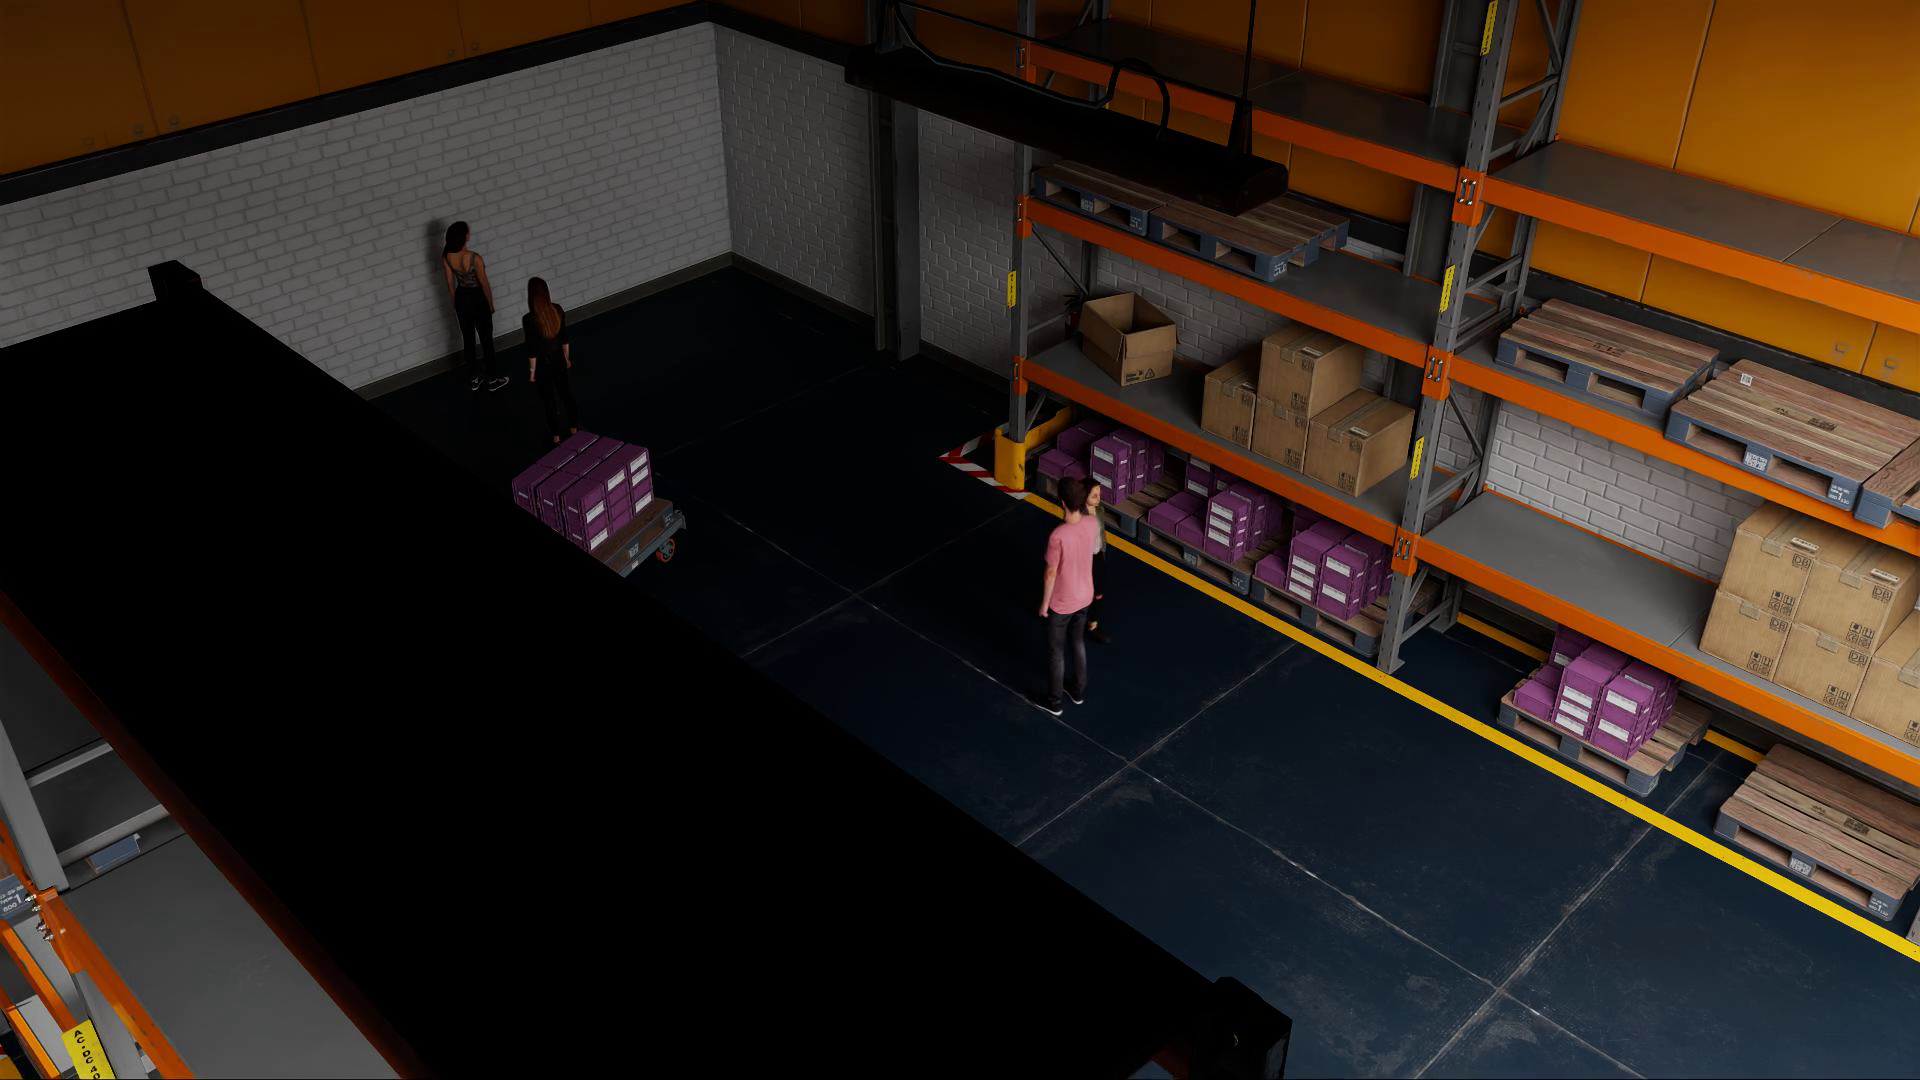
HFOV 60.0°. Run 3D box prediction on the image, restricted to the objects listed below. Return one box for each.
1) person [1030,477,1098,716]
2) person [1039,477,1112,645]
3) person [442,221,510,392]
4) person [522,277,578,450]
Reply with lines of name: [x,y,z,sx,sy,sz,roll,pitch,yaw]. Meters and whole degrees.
person: [0.801,0.423,12.193,0.627,1.958,0.556,-28,43,-35]
person: [0.928,0.137,13.073,0.587,1.459,0.881,-28,43,-35]
person: [-4.836,-2.319,16.488,0.644,1.770,0.753,8,34,12]
person: [-3.833,-1.651,15.535,0.524,1.712,0.618,26,42,34]
